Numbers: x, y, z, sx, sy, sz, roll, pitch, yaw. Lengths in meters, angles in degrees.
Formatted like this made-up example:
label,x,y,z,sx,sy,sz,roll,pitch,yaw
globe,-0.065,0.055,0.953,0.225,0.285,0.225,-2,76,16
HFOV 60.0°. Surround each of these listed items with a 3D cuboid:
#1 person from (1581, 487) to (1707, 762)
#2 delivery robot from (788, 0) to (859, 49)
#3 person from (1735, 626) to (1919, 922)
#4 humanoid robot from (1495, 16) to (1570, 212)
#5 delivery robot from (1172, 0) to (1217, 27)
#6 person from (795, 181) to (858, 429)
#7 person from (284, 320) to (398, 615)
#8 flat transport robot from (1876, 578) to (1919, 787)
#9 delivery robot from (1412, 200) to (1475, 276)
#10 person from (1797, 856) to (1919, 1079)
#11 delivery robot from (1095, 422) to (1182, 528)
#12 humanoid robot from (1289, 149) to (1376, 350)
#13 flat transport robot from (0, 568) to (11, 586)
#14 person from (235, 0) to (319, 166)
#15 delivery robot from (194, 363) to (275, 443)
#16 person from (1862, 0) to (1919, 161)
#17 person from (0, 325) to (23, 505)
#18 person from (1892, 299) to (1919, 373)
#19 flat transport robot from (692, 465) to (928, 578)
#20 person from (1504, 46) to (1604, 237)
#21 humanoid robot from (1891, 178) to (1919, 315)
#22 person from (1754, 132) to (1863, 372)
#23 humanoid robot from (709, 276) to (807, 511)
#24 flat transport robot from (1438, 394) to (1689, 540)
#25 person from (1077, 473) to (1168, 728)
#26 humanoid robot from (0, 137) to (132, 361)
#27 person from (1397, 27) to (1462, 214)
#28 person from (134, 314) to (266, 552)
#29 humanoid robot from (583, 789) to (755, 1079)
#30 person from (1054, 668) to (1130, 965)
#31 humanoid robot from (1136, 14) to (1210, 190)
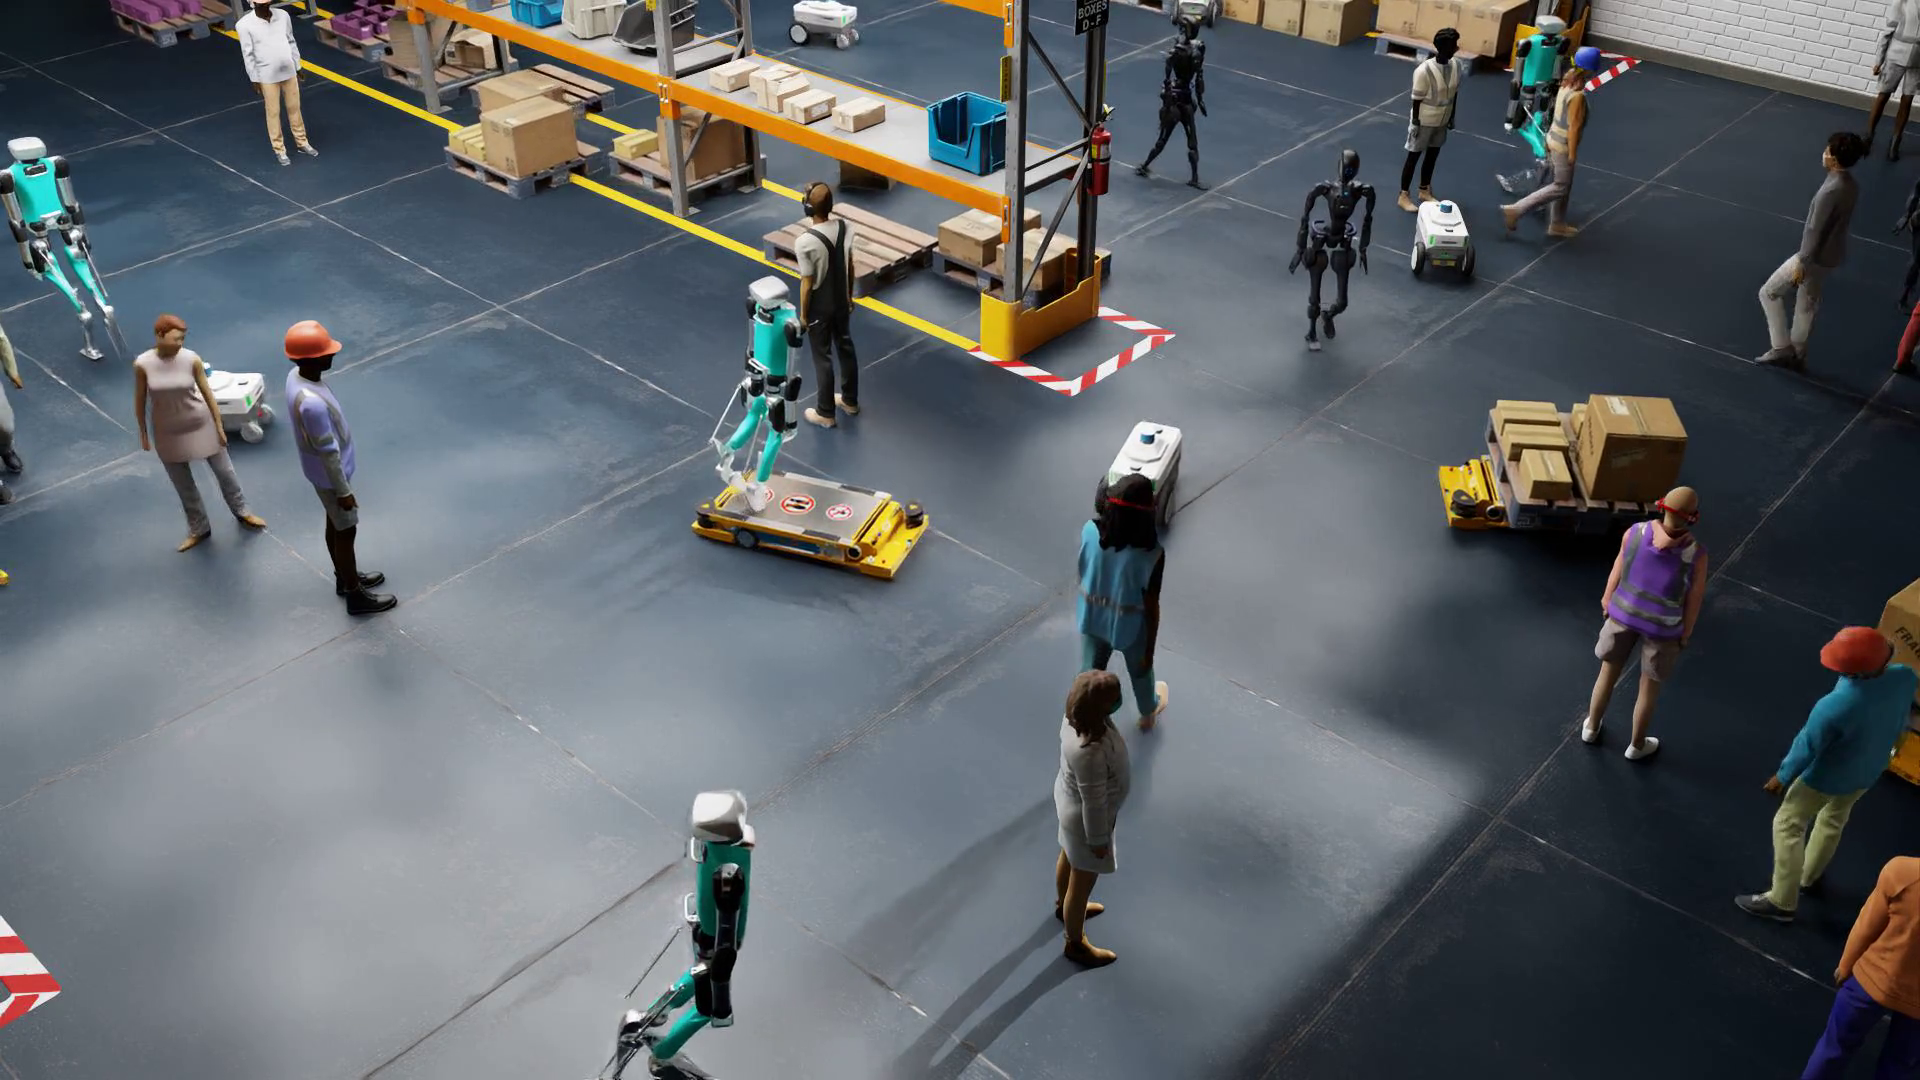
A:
label,x,y,z,sx,sy,sz,roll,pitch,yaw
person,3.667,0.447,8.907,0.484,1.694,0.349,26,42,33
delivery robot,-1.571,-6.041,19.284,0.745,0.565,0.499,14,37,20
person,4.179,1.101,7.951,0.653,1.707,0.346,-11,36,-15
humanoid robot,5.268,-3.783,15.027,0.552,1.756,1.016,-12,36,-16
delivery robot,2.845,-6.503,19.972,0.521,0.585,0.757,7,35,10
person,-0.953,-1.668,11.840,0.505,1.844,0.340,-29,44,-35
person,-3.742,-0.438,9.977,0.374,1.935,0.547,-17,38,-23
flat transport robot,5.756,1.037,9.308,1.431,0.231,0.659,-23,41,-30
delivery robot,4.164,-2.642,14.374,0.499,0.581,0.774,3,35,4
person,3.834,1.790,6.725,0.518,1.972,0.404,19,39,25
delivery robot,1.249,-0.478,11.246,0.499,0.589,0.784,13,37,17
humanoid robot,2.860,-2.267,12.853,0.610,1.638,0.424,-1,35,-2
flat transport robot,-6.780,0.101,10.665,1.431,0.231,0.659,24,41,31
person,-6.590,-4.520,16.050,0.333,1.749,0.574,25,42,31
delivery robot,-5.400,-0.993,11.993,0.793,0.590,0.499,-1,35,-1
person,9.155,-4.636,16.071,0.548,1.927,0.389,14,37,19
person,-6.603,-1.069,11.026,0.643,1.793,0.642,-27,43,-33
person,7.431,-1.999,12.388,0.324,1.766,0.532,-17,38,-23
flat transport robot,-0.991,-0.136,11.007,1.431,0.231,0.659,12,36,17
person,5.214,-3.450,14.489,0.657,1.749,0.487,4,35,6
humanoid robot,7.881,-2.663,13.432,0.616,1.632,0.500,5,35,7
person,6.391,-2.135,12.481,0.583,1.881,0.488,-25,42,-31
humanoid robot,-1.349,-0.734,10.683,0.721,1.912,0.563,-26,42,-32
flat transport robot,4.009,-0.289,11.228,1.431,0.231,0.659,4,35,5
person,0.864,0.405,8.857,0.538,1.820,0.973,17,38,23
humanoid robot,-6.718,-2.068,12.618,0.722,1.909,0.550,24,41,30
person,4.270,-3.806,15.072,0.534,1.692,0.319,-18,38,-24
person,-4.911,-0.700,10.623,0.592,1.636,0.301,-11,36,-15
humanoid robot,-1.260,1.819,6.930,0.903,1.820,0.556,-6,35,-8
person,0.612,1.268,7.747,0.338,1.659,0.486,-3,35,-4
humanoid robot,2.046,-4.115,15.578,0.777,1.632,0.591,29,44,35
